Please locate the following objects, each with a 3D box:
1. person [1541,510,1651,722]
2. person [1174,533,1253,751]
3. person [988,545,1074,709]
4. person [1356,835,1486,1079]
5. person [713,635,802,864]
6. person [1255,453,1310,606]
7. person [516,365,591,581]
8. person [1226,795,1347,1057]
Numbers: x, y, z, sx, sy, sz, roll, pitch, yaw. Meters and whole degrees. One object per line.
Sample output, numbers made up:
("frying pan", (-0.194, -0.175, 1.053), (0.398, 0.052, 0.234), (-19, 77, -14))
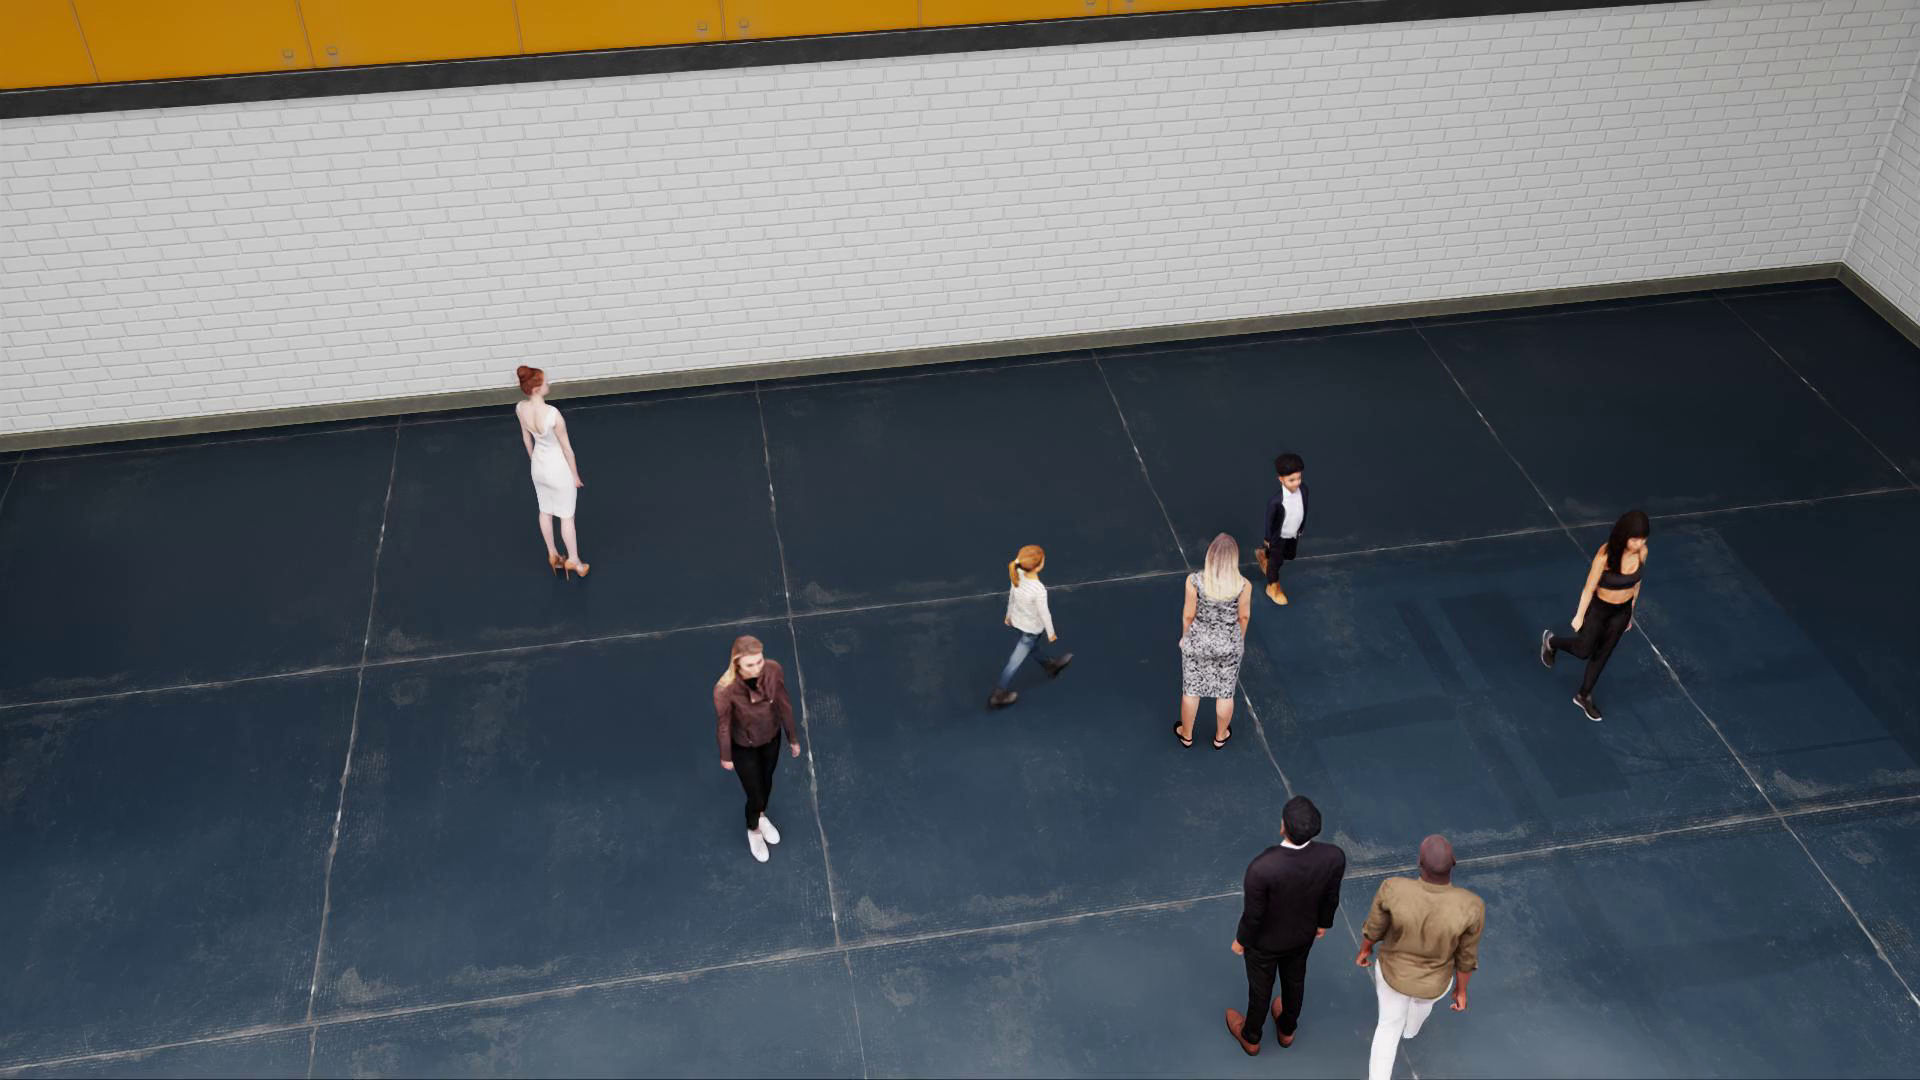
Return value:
("person", (4.194, 0.412, 10.916), (0.593, 1.628, 0.897), (-9, 39, -11))
("person", (1.597, 0.667, 10.535), (0.624, 1.705, 0.600), (6, 39, 7))
("person", (0.383, 0.600, 10.955), (0.779, 1.286, 0.924), (-22, 43, -25))
("person", (2.290, 2.276, 8.460), (1.060, 1.781, 1.287), (10, 40, 12))
("person", (-1.257, 1.156, 9.934), (0.710, 1.691, 0.737), (-27, 46, -30))
("person", (2.293, -0.128, 11.921), (0.630, 1.217, 0.757), (-19, 43, -23))
("person", (-2.929, -0.478, 11.898), (0.644, 1.793, 0.682), (18, 42, 22))
("person", (1.685, 2.029, 8.687), (0.712, 1.884, 0.567), (-9, 40, -12))
